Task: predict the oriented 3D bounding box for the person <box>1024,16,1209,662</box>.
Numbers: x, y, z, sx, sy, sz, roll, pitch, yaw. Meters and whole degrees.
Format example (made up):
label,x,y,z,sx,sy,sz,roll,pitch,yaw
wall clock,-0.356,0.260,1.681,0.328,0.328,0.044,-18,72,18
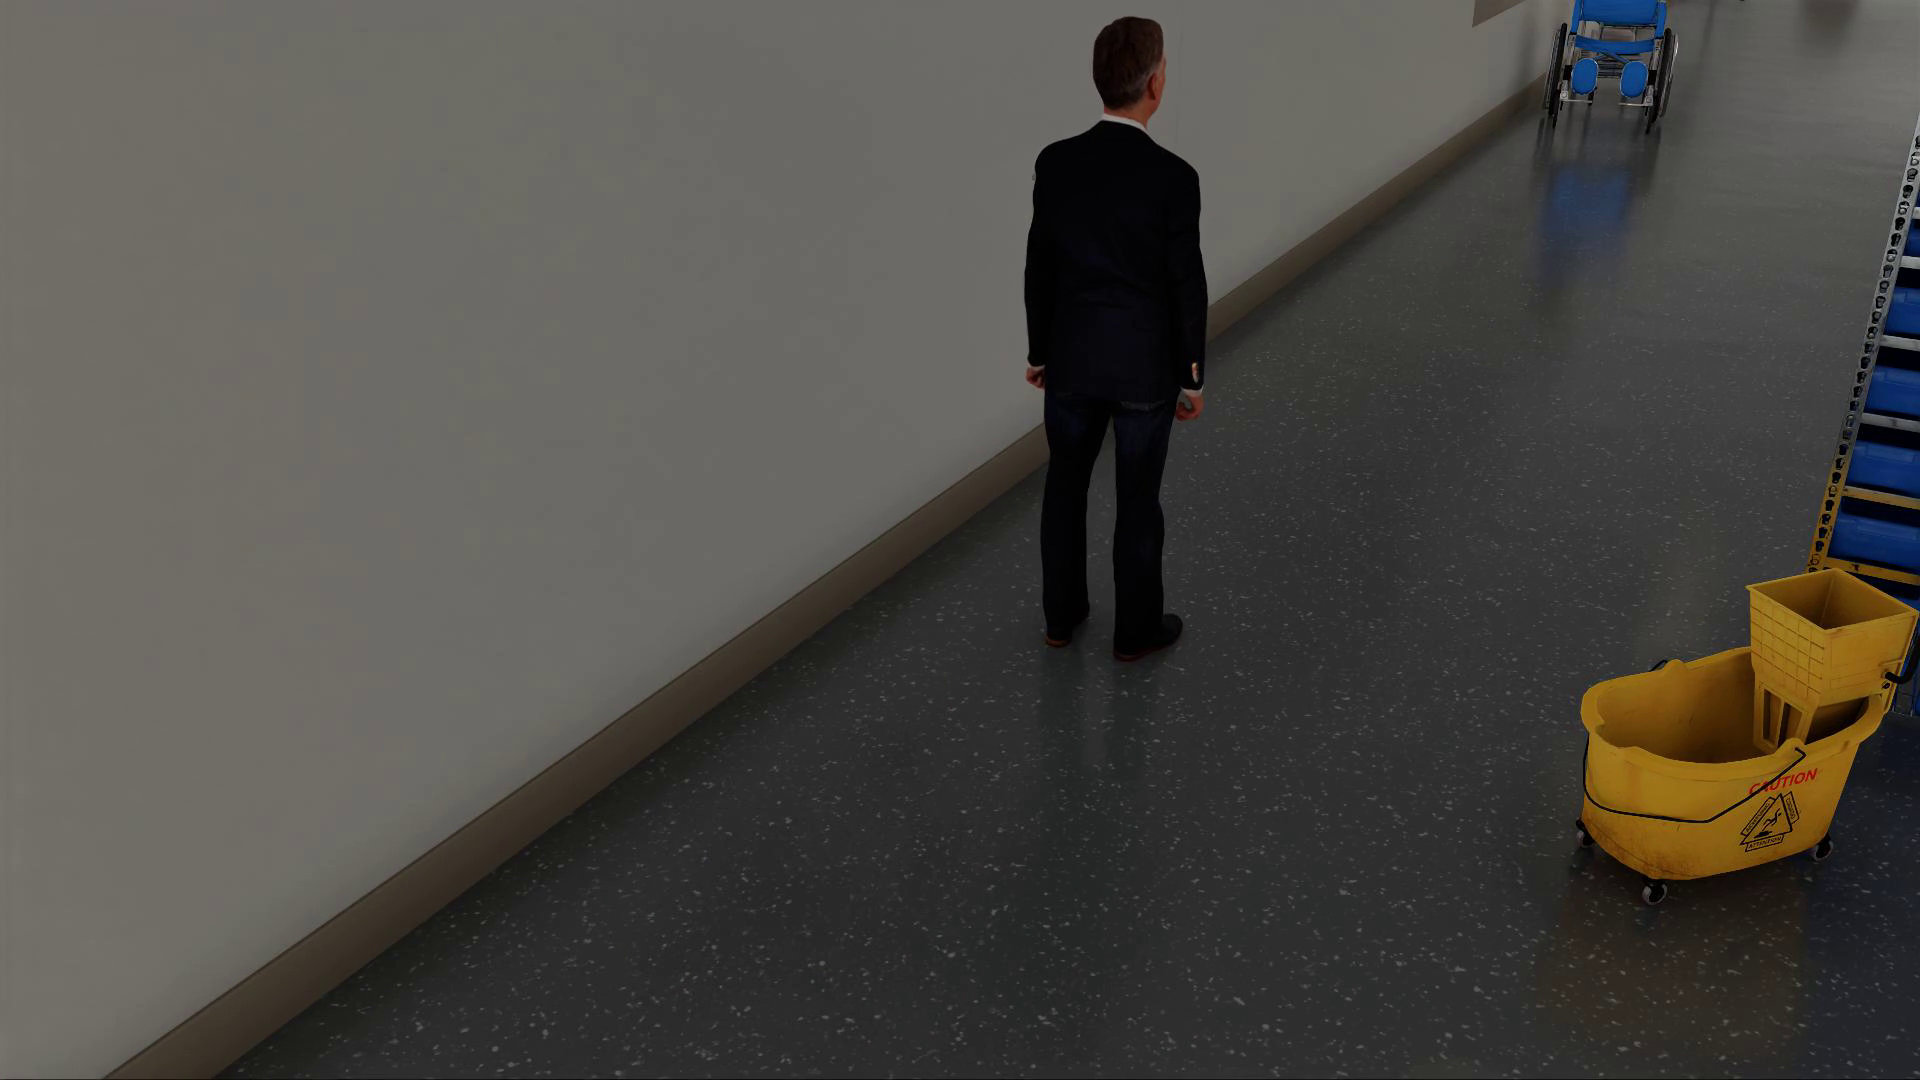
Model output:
label,x,y,z,sx,sy,sz,roll,pitch,yaw
person,0.423,-0.530,4.672,0.497,1.814,0.743,14,29,27
